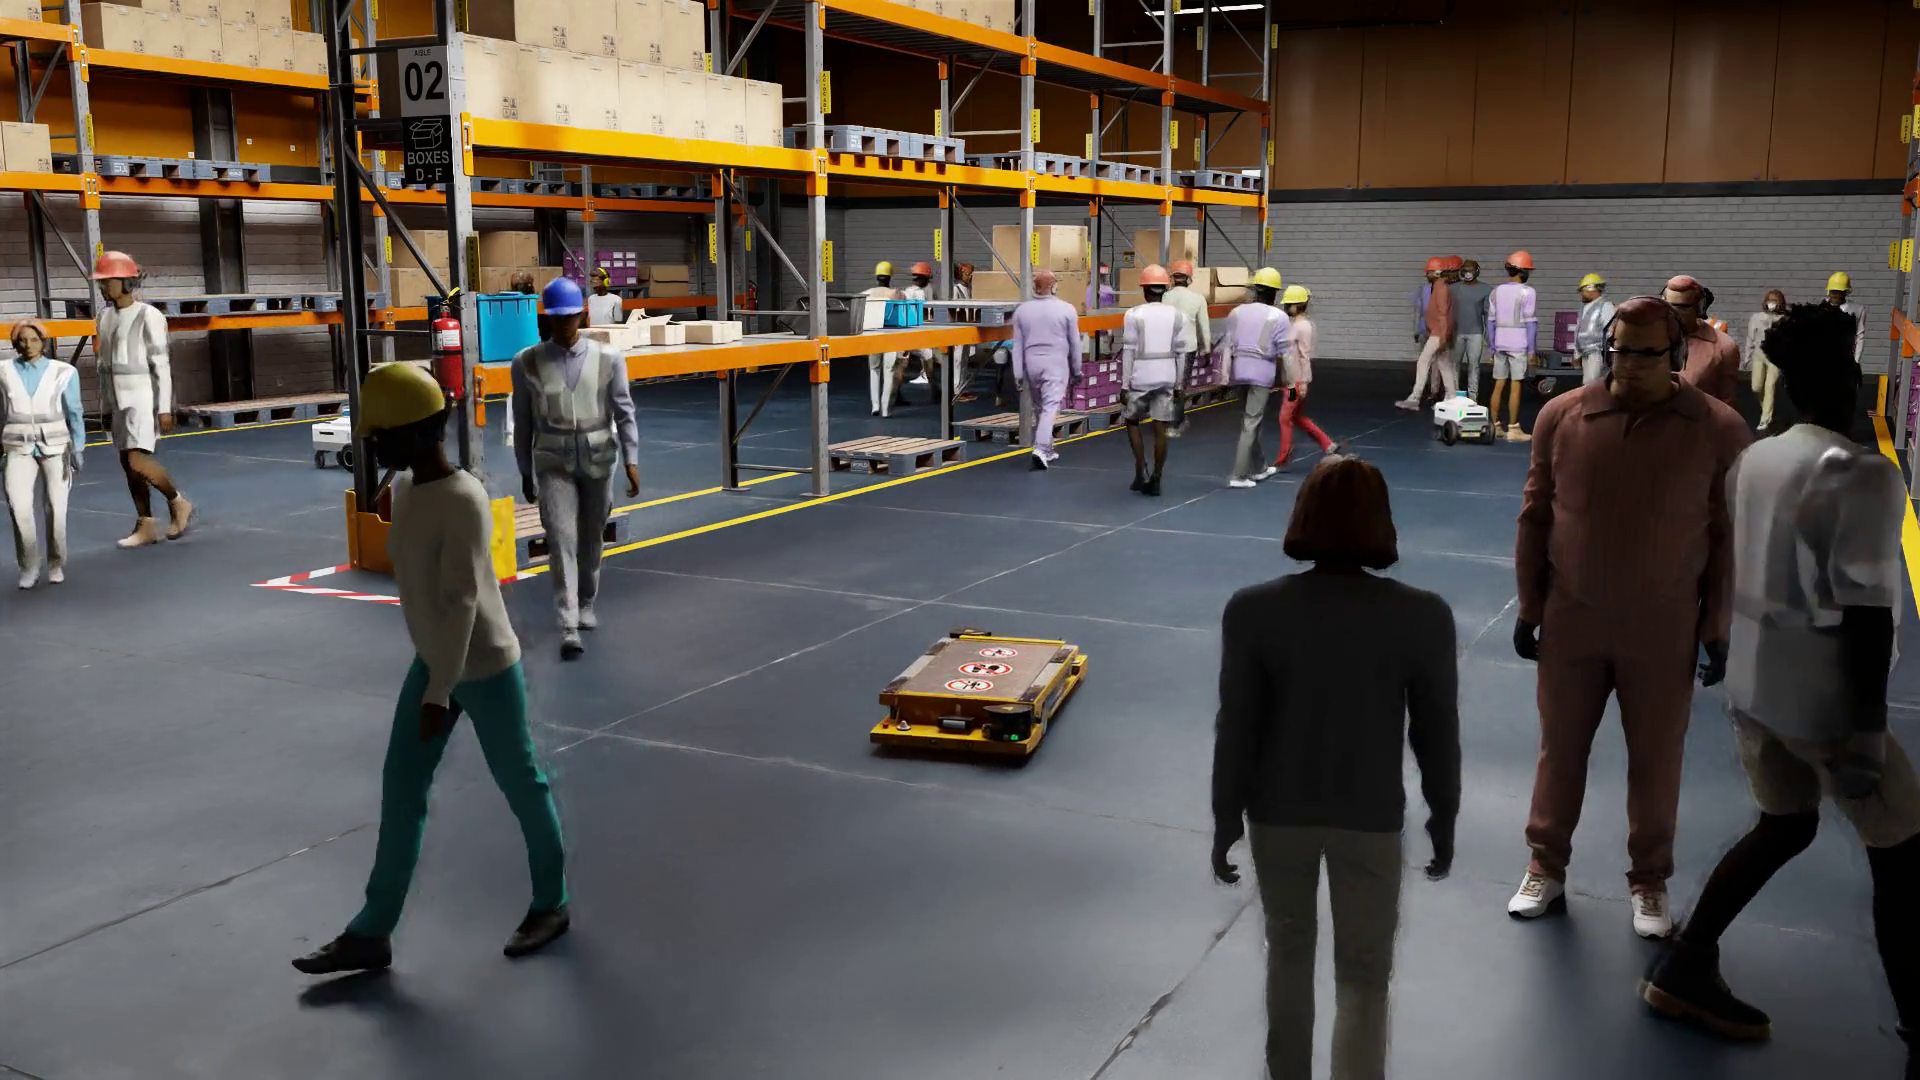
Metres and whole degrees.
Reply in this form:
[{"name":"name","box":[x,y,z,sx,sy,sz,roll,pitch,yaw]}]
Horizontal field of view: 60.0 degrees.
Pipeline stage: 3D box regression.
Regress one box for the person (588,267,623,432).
[{"name":"person","box":[-4.024,-2.140,18.780,0.517,1.865,0.327,5,11,28]}]

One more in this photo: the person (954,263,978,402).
[{"name":"person","box":[0.045,-2.834,22.733,0.355,1.886,0.572,4,11,23]}]

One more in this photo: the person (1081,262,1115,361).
[{"name":"person","box":[1.970,-2.961,23.447,0.569,1.888,0.957,5,11,27]}]

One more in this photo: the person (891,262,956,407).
[{"name":"person","box":[-0.504,-2.709,21.983,0.981,1.878,0.577,-6,11,-31]}]

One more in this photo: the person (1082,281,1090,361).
[{"name":"person","box":[2.049,-3.217,25.676,0.271,1.631,0.507,-4,11,-23]}]

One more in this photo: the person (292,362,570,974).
[{"name":"person","box":[-1.471,0.373,4.616,0.858,1.710,0.550,-10,14,-44]}]

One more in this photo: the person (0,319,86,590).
[{"name":"person","box":[-5.556,-0.513,10.019,0.530,1.617,0.602,-4,11,-23]}]

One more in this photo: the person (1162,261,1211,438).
[{"name":"person","box":[2.448,-2.108,18.387,0.646,1.939,1.045,4,11,23]}]

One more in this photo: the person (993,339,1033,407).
[{"name":"person","box":[0.728,-2.601,22.041,0.540,1.661,0.813,7,12,36]}]

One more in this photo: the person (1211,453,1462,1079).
[{"name":"person","box":[0.795,0.625,3.547,0.532,1.601,0.723,3,10,14]}]

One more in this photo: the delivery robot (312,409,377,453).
[{"name":"delivery robot","box":[-5.713,-0.980,15.574,0.707,0.478,0.477,5,11,25]}]

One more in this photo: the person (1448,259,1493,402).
[{"name":"person","box":[6.559,-2.648,21.502,0.628,1.940,0.377,4,11,24]}]

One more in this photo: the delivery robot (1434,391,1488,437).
[{"name":"delivery robot","box":[5.321,-1.340,17.657,0.477,0.478,0.707,-1,10,-6]}]

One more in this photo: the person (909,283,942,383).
[{"name":"person","box":[-0.450,-3.362,25.880,0.652,1.853,0.542,-2,10,-12]}]

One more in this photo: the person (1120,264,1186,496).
[{"name":"person","box":[1.593,-1.327,13.897,0.579,1.921,0.451,-2,10,-12]}]

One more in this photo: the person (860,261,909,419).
[{"name":"person","box":[-0.932,-2.461,20.484,0.620,1.905,0.661,0,10,0]}]

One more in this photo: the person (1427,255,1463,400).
[{"name":"person","box":[6.709,-2.892,22.773,0.608,1.987,0.391,3,10,18]}]

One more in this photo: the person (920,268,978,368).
[{"name":"person","box":[-0.158,-3.978,29.424,1.070,1.881,0.629,2,10,10]}]

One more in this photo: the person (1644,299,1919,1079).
[{"name":"person","box":[2.155,0.376,4.096,0.653,1.910,0.660,0,10,-3]}]

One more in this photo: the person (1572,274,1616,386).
[{"name":"person","box":[7.211,-2.123,18.935,0.405,1.783,0.683,-1,10,-5]}]

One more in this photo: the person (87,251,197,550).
[{"name":"person","box":[-5.634,-0.938,11.336,0.621,2.031,0.474,5,11,27]}]

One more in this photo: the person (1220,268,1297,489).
[{"name":"person","box":[2.638,-1.397,14.381,0.886,1.884,0.614,-9,13,-42]}]

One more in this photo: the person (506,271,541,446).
[{"name":"person","box":[-4.577,-1.893,17.459,0.525,1.829,0.628,-2,10,-14]}]

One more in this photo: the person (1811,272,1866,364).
[{"name":"person","box":[9.215,-1.915,17.595,0.586,1.822,0.403,5,11,28]}]

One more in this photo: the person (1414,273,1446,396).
[{"name":"person","box":[6.682,-2.974,23.449,0.546,1.920,0.465,7,12,37]}]

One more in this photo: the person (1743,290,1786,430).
[{"name":"person","box":[9.356,-2.088,19.205,0.503,1.609,0.684,9,13,42]}]

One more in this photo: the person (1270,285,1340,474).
[{"name":"person","box":[3.146,-1.463,15.254,0.719,1.742,0.531,0,10,-2]}]

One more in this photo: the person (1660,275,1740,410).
[{"name":"person","box":[3.896,-0.494,9.145,0.636,1.902,0.405,5,11,28]}]

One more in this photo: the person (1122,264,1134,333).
[{"name":"person","box":[2.804,-3.388,25.969,0.641,1.891,1.050,1,10,5]}]

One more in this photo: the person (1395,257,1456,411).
[{"name":"person","box":[6.005,-2.631,21.338,0.900,1.955,0.651,3,10,16]}]

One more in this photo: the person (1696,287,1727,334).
[{"name":"person","box":[7.161,-1.610,16.206,0.529,1.692,0.321,5,11,28]}]

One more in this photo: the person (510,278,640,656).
[{"name":"person","box":[-1.988,-0.395,8.609,0.615,1.897,0.997,-3,10,-17]}]

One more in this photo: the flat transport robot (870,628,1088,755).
[{"name":"flat transport robot","box":[0.121,0.637,7.303,0.652,0.197,1.431,2,10,14]}]

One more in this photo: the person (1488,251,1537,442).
[{"name":"person","box":[5.958,-2.072,17.867,0.391,2.040,0.614,-5,11,-28]}]

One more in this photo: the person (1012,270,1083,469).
[{"name":"person","box":[0.803,-1.616,15.757,0.634,1.868,0.993,5,11,25]}]

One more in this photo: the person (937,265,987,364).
[{"name":"person","box":[0.048,-4.073,30.157,0.894,1.813,0.646,-1,10,-6]}]

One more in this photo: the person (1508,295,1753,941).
[{"name":"person","box":[1.965,0.231,4.948,0.636,1.902,0.405,5,11,28]}]
